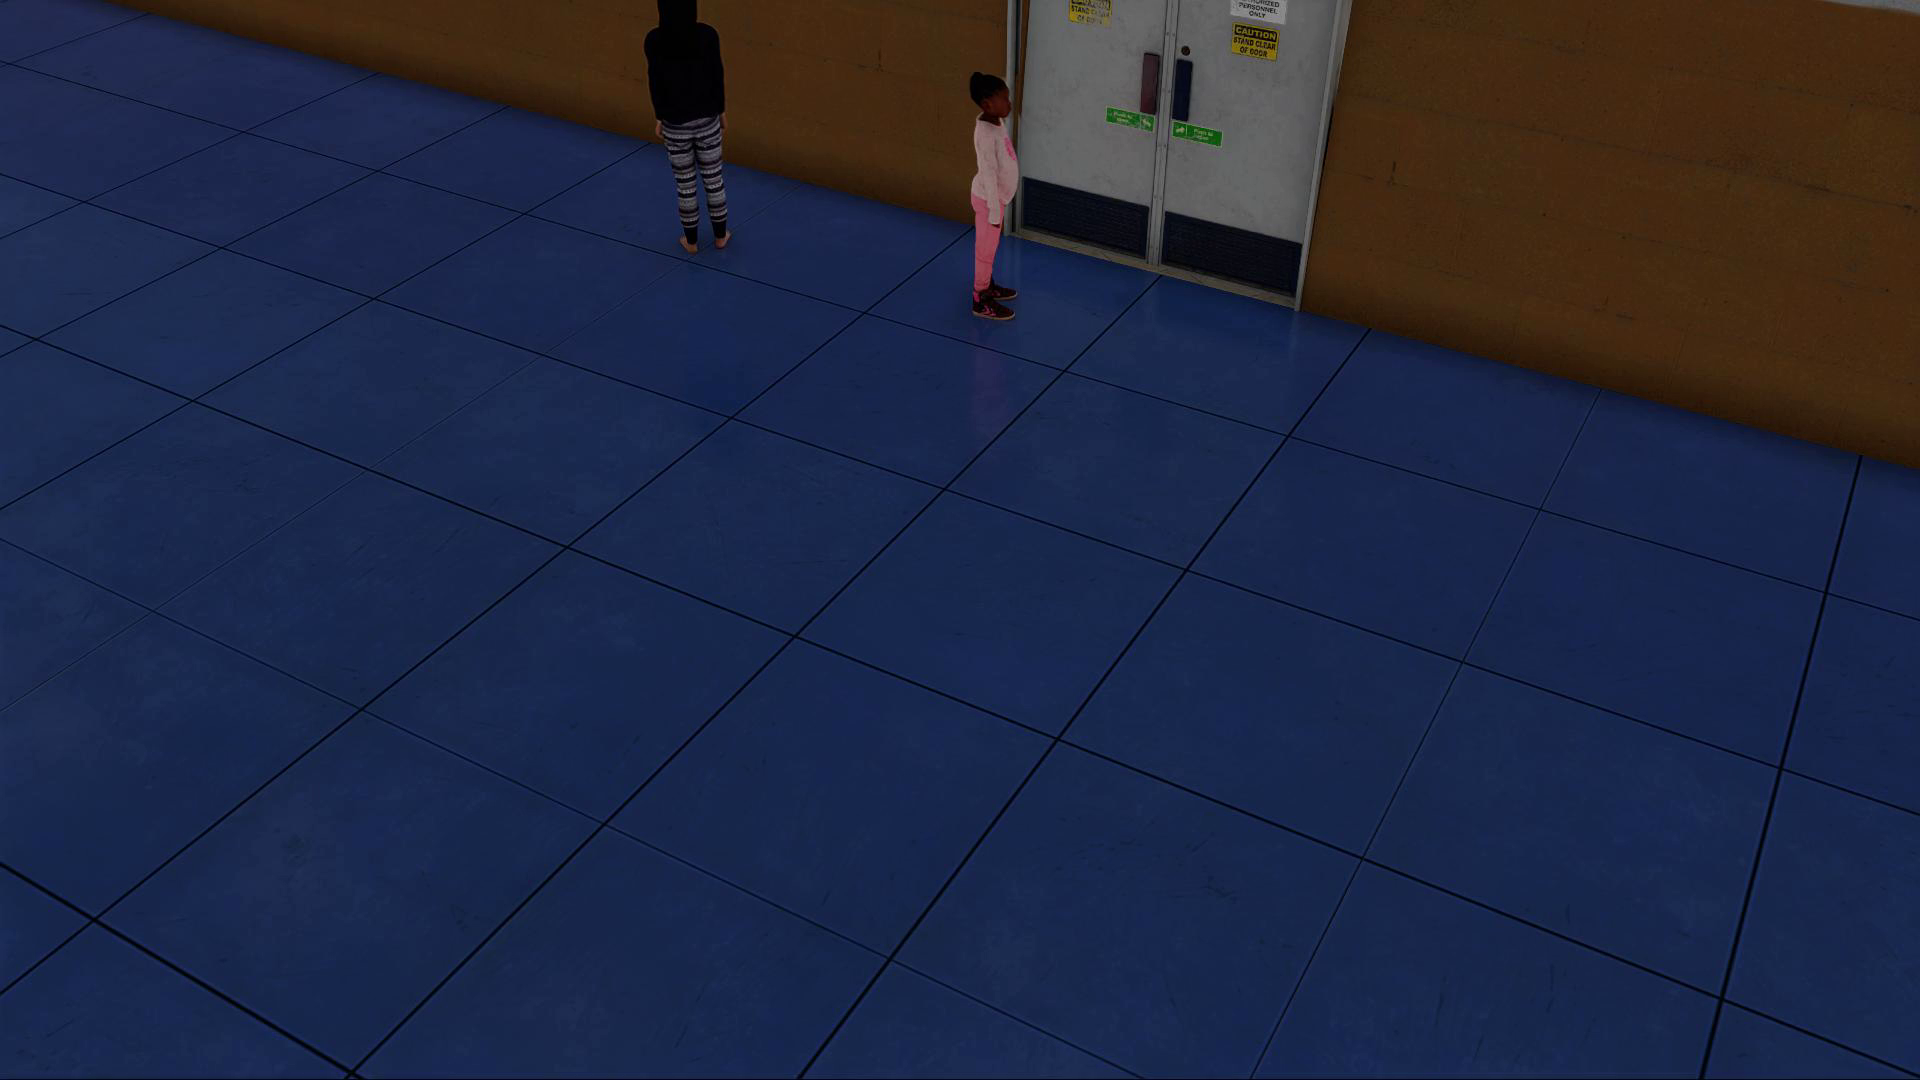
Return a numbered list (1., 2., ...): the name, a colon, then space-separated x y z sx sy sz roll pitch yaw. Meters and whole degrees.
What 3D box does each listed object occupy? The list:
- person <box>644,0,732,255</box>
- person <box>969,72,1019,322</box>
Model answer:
1. person: -1.633 -2.569 10.071 0.672 1.734 0.729 -8 38 -11
2. person: 0.173 -1.981 9.530 0.676 1.443 0.566 3 37 4
